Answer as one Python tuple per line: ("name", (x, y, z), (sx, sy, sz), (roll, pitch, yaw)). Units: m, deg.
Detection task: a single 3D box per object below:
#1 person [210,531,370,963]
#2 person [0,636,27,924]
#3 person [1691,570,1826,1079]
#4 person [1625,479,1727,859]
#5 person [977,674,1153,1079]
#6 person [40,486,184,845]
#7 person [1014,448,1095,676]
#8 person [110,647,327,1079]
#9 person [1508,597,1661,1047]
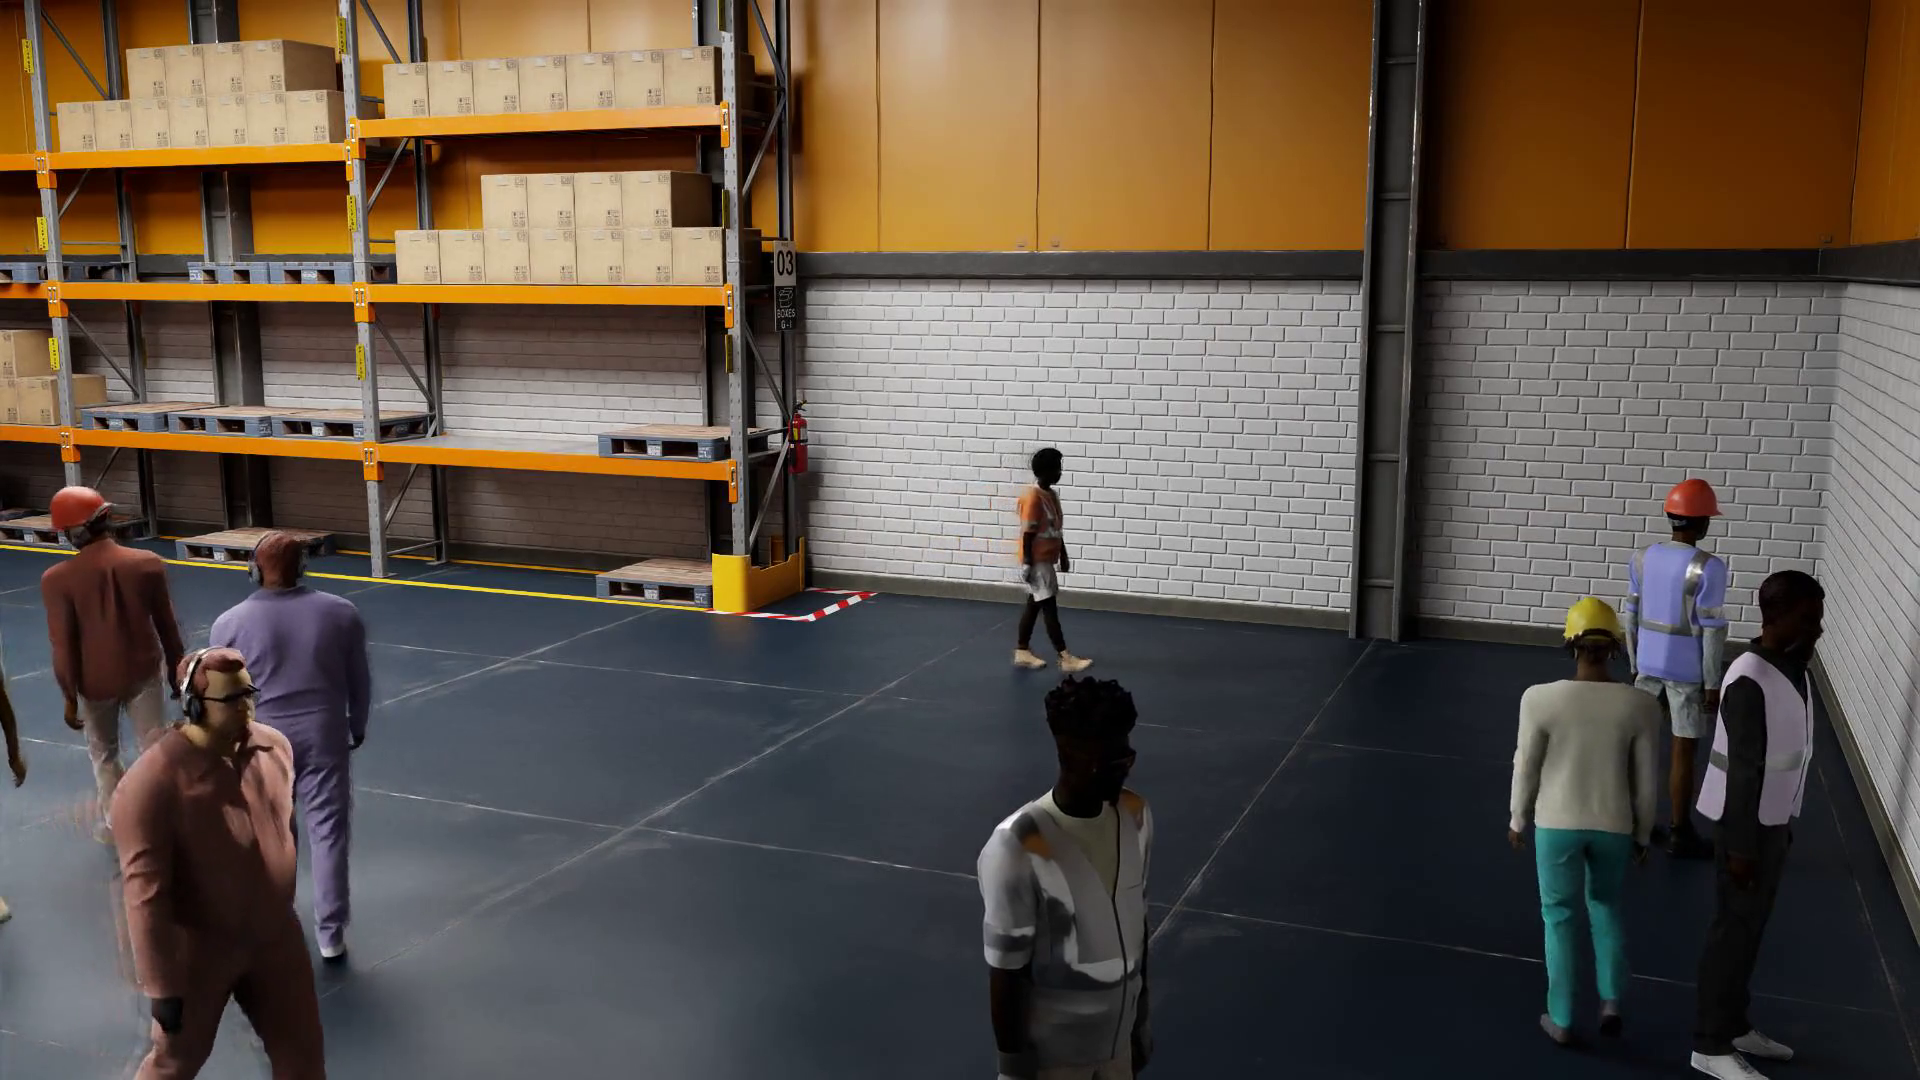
("person", (-2.958, 0.877, 7.398), (0.661, 1.847, 1.020), (-5, 11, -28))
("person", (-4.404, 0.928, 7.283), (0.538, 1.803, 0.936), (-2, 10, -14))
("person", (2.944, 1.047, 6.172), (0.370, 1.915, 0.596), (7, 12, 38))
("person", (3.668, 0.650, 8.515), (0.379, 1.938, 0.547), (-5, 11, -29))
("person", (0.306, 1.309, 4.463), (0.606, 1.958, 0.375), (-9, 13, -43))
("person", (-4.183, 0.686, 8.313), (0.647, 1.937, 1.008), (-9, 13, -43))
("person", (0.705, 0.157, 12.266), (0.697, 1.669, 0.552), (3, 10, 19))
("person", (-2.340, 1.235, 5.221), (0.983, 1.864, 0.662), (5, 10, 27))
("person", (2.395, 1.092, 6.426), (0.521, 1.752, 0.381), (1, 9, 4))
